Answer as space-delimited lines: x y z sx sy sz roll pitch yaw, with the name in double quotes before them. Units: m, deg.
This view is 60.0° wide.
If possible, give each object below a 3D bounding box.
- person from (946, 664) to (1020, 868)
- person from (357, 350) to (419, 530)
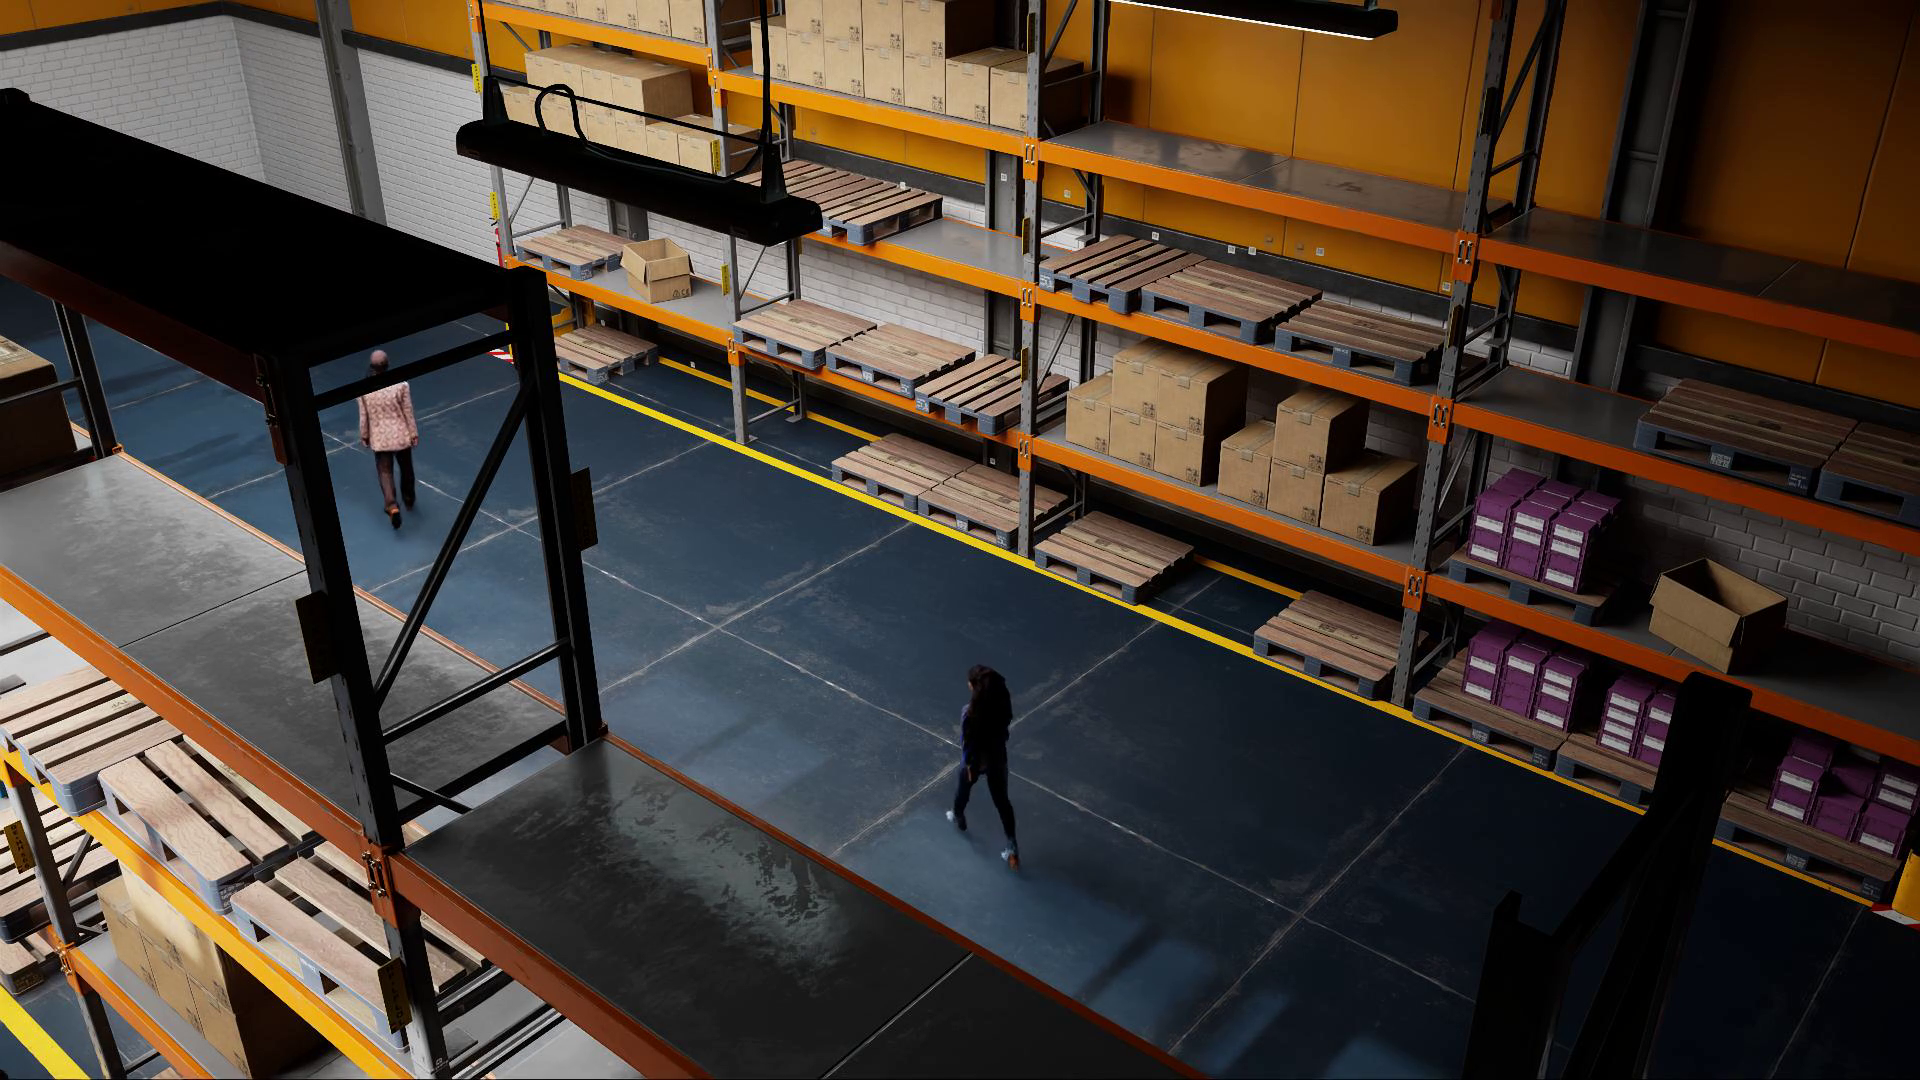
"person" 0.236 1.622 11.917 0.830 1.577 1.122 -17 33 -28
"person" -5.653 -0.986 16.486 1.047 1.780 1.213 -9 30 -16
